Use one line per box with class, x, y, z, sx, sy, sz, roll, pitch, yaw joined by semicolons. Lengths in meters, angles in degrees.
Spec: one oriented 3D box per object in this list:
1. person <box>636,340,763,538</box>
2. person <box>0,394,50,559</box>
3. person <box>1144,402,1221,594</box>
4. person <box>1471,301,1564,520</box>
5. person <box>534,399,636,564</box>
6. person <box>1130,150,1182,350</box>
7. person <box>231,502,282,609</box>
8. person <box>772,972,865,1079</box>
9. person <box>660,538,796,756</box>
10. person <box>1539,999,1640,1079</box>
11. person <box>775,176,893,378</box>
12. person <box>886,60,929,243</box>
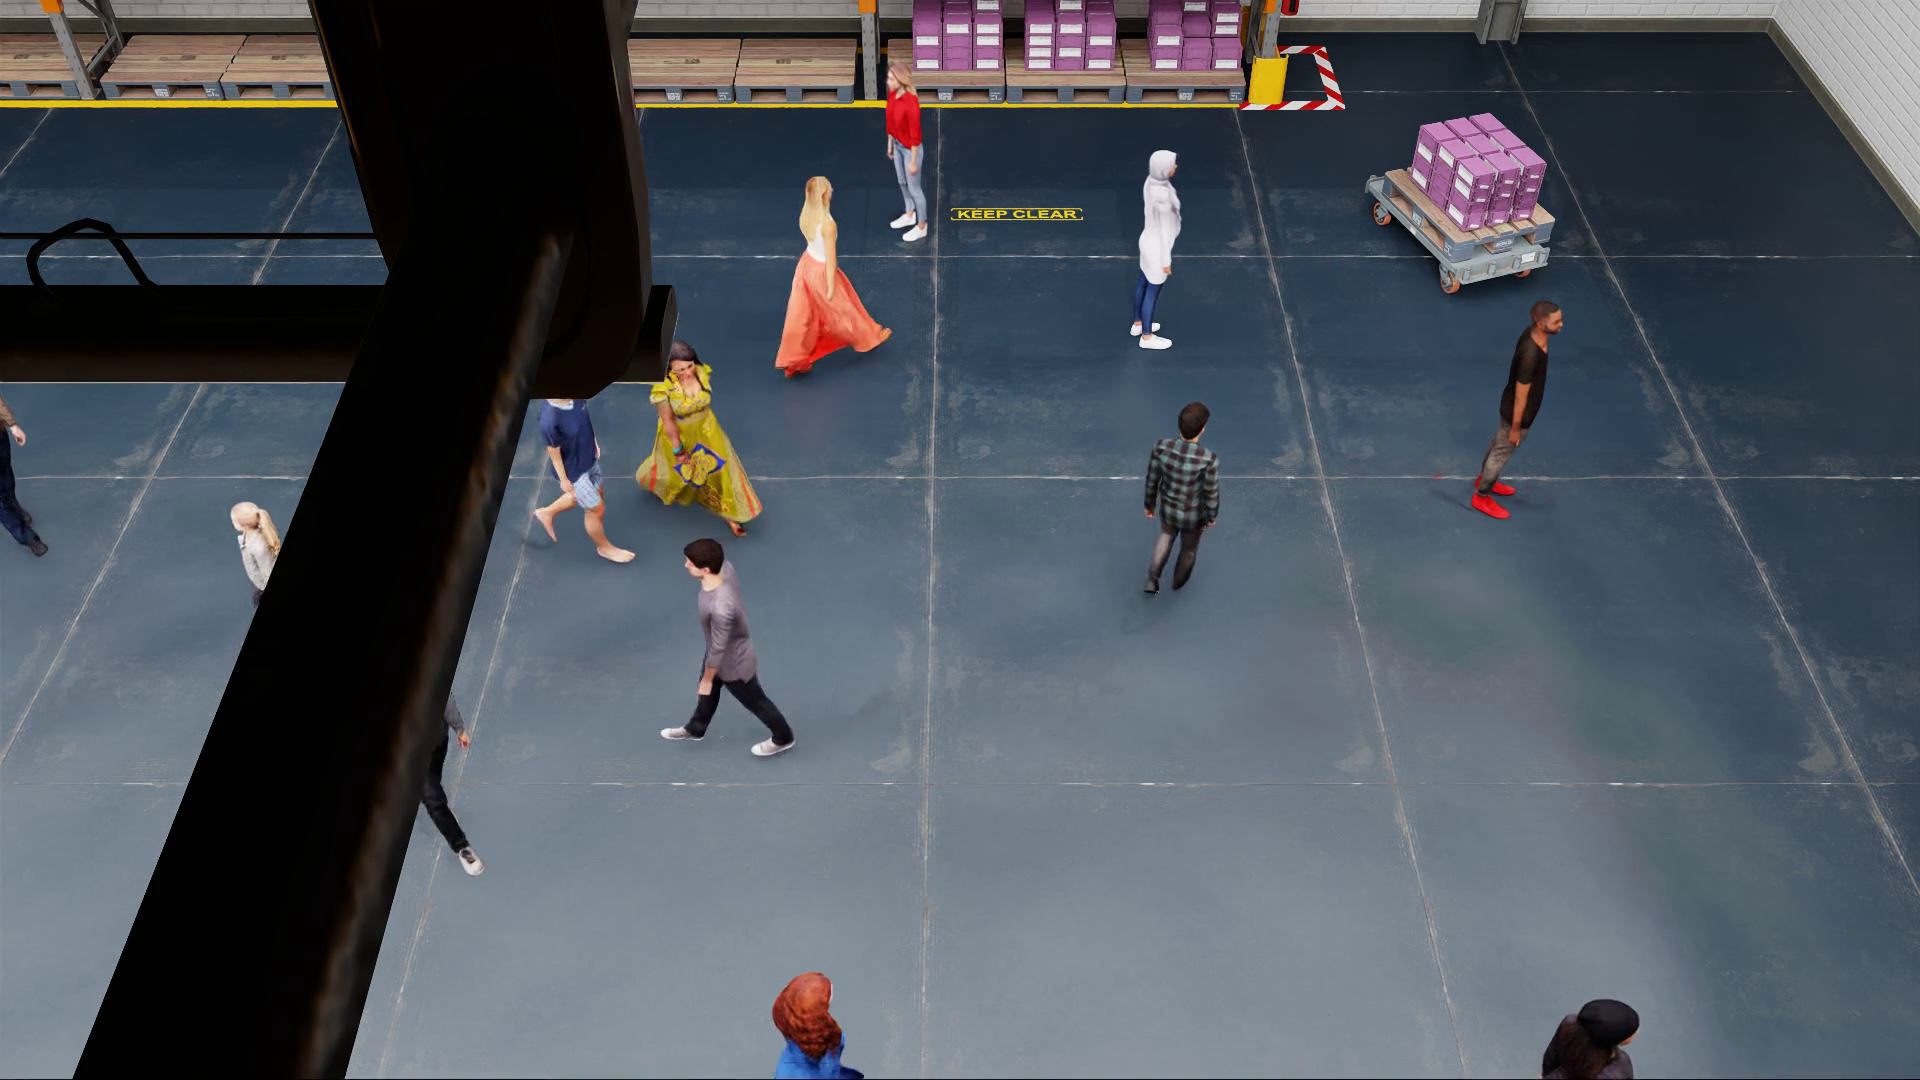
person;-2.012;-0.781;11.916;1.257;1.613;1.287;-33;52;-29
person;-6.978;-0.778;11.743;1.194;1.848;1.059;28;50;26
person;1.504;-0.193;11.406;0.840;1.702;0.880;21;48;21
person;4.011;-0.969;11.974;0.659;1.805;0.713;15;46;15
person;-2.735;-0.553;11.528;1.054;1.818;0.812;10;45;11
person;1.574;-2.353;13.448;0.591;1.775;0.652;-8;44;-8
person;-4.535;0.232;11.109;0.883;1.260;0.676;-14;45;-14
person;-0.794;2.723;8.115;1.106;1.784;1.149;32;52;29
person;-1.309;0.687;10.227;1.139;1.817;0.844;-10;45;-10
person;2.960;2.771;8.089;0.643;1.748;0.676;-14;45;-14
person;-1.189;-2.034;13.137;1.320;1.743;1.112;-25;49;-24
person;-0.464;-3.435;14.639;0.714;1.700;0.701;-23;48;-22
